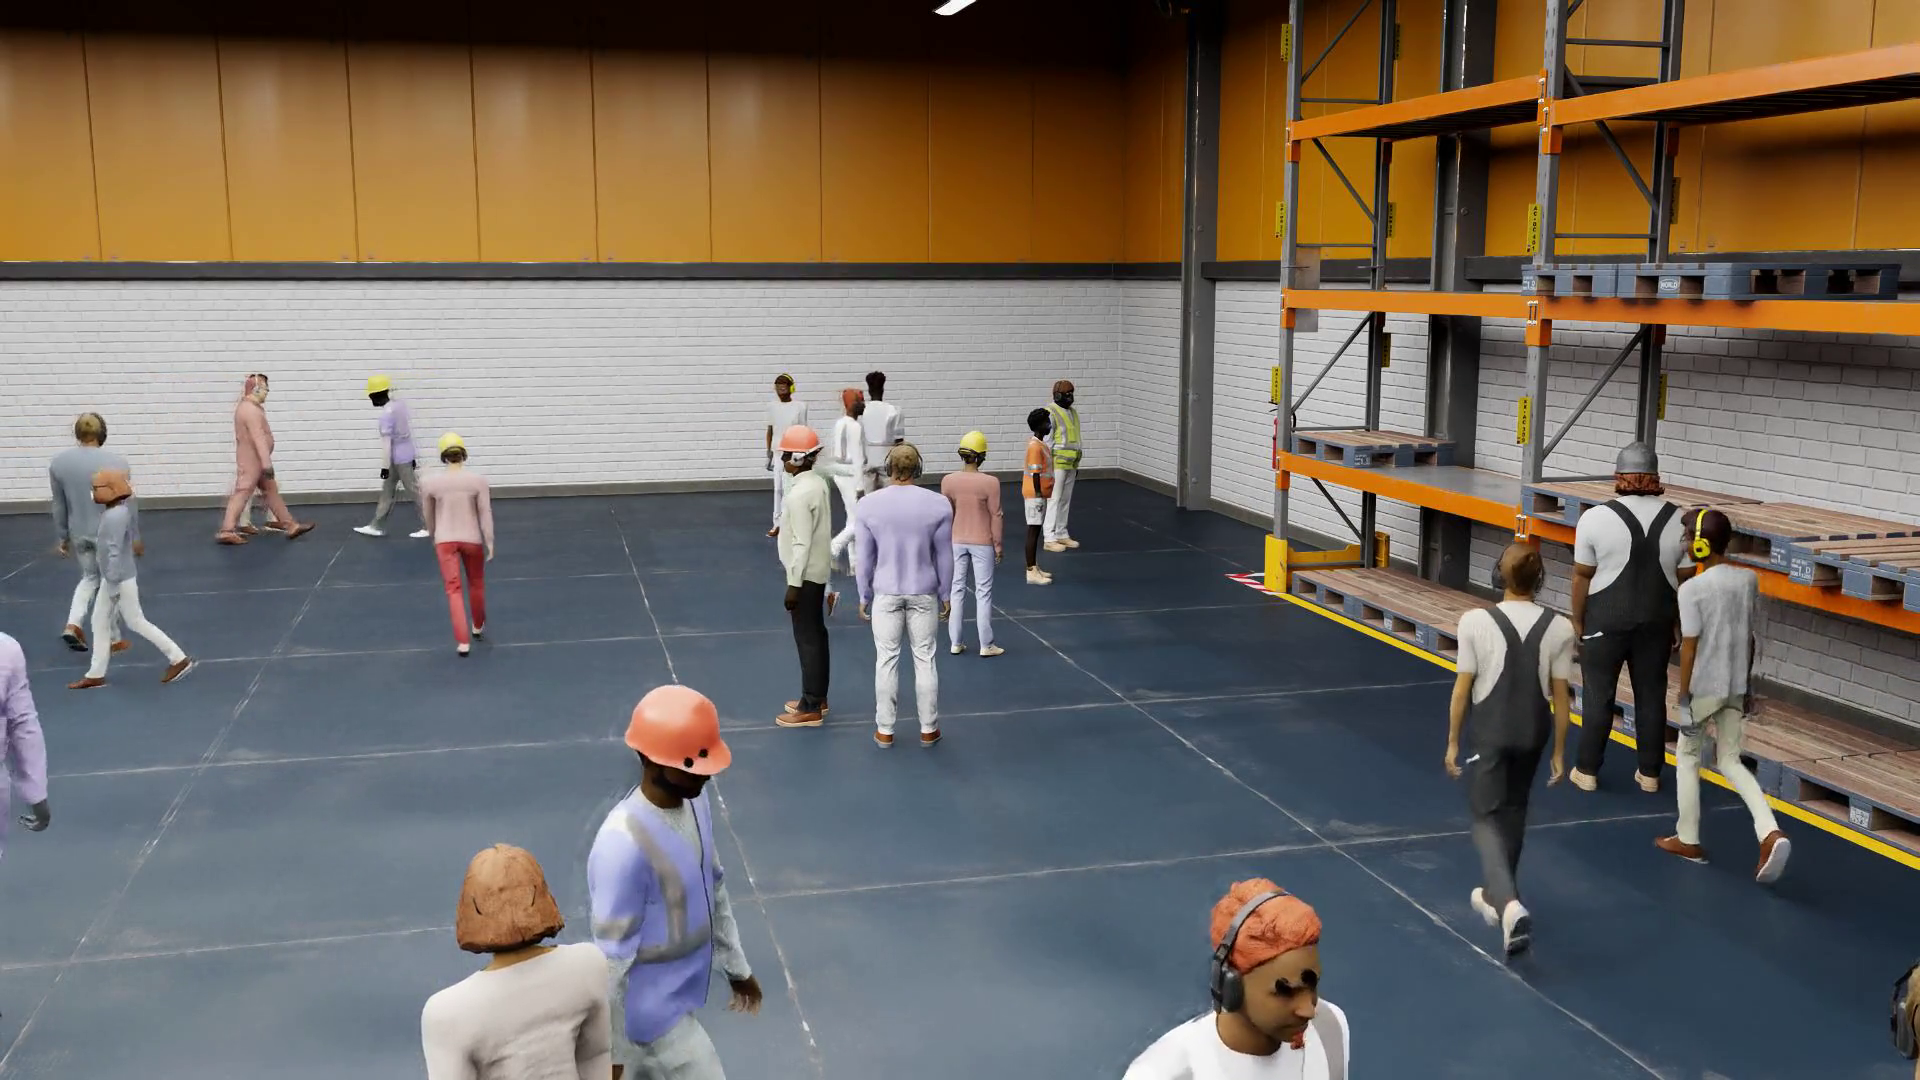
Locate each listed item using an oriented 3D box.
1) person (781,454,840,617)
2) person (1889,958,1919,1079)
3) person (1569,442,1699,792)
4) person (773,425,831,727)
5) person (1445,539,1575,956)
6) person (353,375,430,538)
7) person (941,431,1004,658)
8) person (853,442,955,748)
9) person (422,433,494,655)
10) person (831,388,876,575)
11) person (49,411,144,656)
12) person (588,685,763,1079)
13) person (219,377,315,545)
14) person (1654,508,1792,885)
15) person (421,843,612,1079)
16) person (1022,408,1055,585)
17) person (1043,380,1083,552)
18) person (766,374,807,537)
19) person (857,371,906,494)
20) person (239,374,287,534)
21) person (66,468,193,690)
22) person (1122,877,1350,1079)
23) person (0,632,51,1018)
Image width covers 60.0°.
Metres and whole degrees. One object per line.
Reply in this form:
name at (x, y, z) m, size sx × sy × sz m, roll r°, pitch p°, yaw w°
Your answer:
person at (-1.291, -0.109, 14.369) m, size 0.667 × 1.613 × 0.496 m, roll 7°, pitch 11°, yaw 37°
person at (1.606, 1.585, 2.747) m, size 0.372 × 1.940 × 0.631 m, roll -7°, pitch 12°, yaw -39°
person at (3.849, 0.433, 9.622) m, size 0.682 × 2.000 × 0.535 m, roll 0°, pitch 9°, yaw 3°
person at (-1.034, 0.233, 11.008) m, size 0.381 × 1.994 × 0.613 m, roll 1°, pitch 9°, yaw 7°
person at (2.441, 0.905, 7.367) m, size 0.522 × 1.823 × 0.817 m, roll 0°, pitch 9°, yaw 1°
person at (-6.363, -0.916, 18.617) m, size 0.968 × 1.850 × 0.590 m, roll -2°, pitch 9°, yaw -13°
person at (0.102, 0.035, 12.956) m, size 0.523 × 1.769 × 0.314 m, roll 4°, pitch 10°, yaw 25°
person at (-0.349, 0.350, 10.457) m, size 0.630 × 1.940 × 0.372 m, roll 0°, pitch 9°, yaw -2°
person at (-3.983, 0.014, 13.225) m, size 0.521 × 1.717 × 0.917 m, roll -3°, pitch 10°, yaw -19°
person at (-1.086, -0.557, 16.314) m, size 0.538 × 1.873 × 0.606 m, roll -3°, pitch 10°, yaw -19°
person at (-6.689, -0.033, 12.885) m, size 0.636 × 1.924 × 0.478 m, roll 1°, pitch 9°, yaw 9°
person at (-0.887, 1.297, 4.775) m, size 1.022 × 1.869 × 0.578 m, roll 1°, pitch 9°, yaw 4°
person at (-7.748, -0.877, 18.417) m, size 1.041 × 1.837 × 0.674 m, roll -5°, pitch 10°, yaw -28°
person at (3.778, 0.764, 8.194) m, size 0.552 × 1.839 × 0.772 m, roll -3°, pitch 10°, yaw -18°
person at (-1.058, 1.532, 4.029) m, size 0.287 × 1.631 × 0.501 m, roll 8°, pitch 12°, yaw 43°
person at (0.756, -0.426, 16.051) m, size 0.318 × 1.697 × 0.533 m, roll 1°, pitch 9°, yaw 4°
person at (1.104, -0.805, 17.966) m, size 0.429 × 1.841 × 0.633 m, roll 6°, pitch 11°, yaw 32°
person at (-1.958, -0.947, 18.790) m, size 0.514 × 1.864 × 0.336 m, roll 3°, pitch 9°, yaw 16°
person at (-0.867, -0.815, 17.664) m, size 0.627 × 1.957 × 0.386 m, roll 2°, pitch 9°, yaw 10°
person at (-7.958, -0.969, 18.984) m, size 0.705 × 1.841 × 0.532 m, roll -1°, pitch 9°, yaw -5°
person at (-6.020, 0.273, 11.990) m, size 0.802 × 1.599 × 0.508 m, roll -5°, pitch 10°, yaw -29°
person at (0.484, 1.525, 3.378) m, size 0.593 × 1.864 × 0.649 m, roll -6°, pitch 11°, yaw -34°
person at (-3.842, 1.025, 6.418) m, size 0.804 × 1.877 × 0.676 m, roll 7°, pitch 11°, yaw 36°
